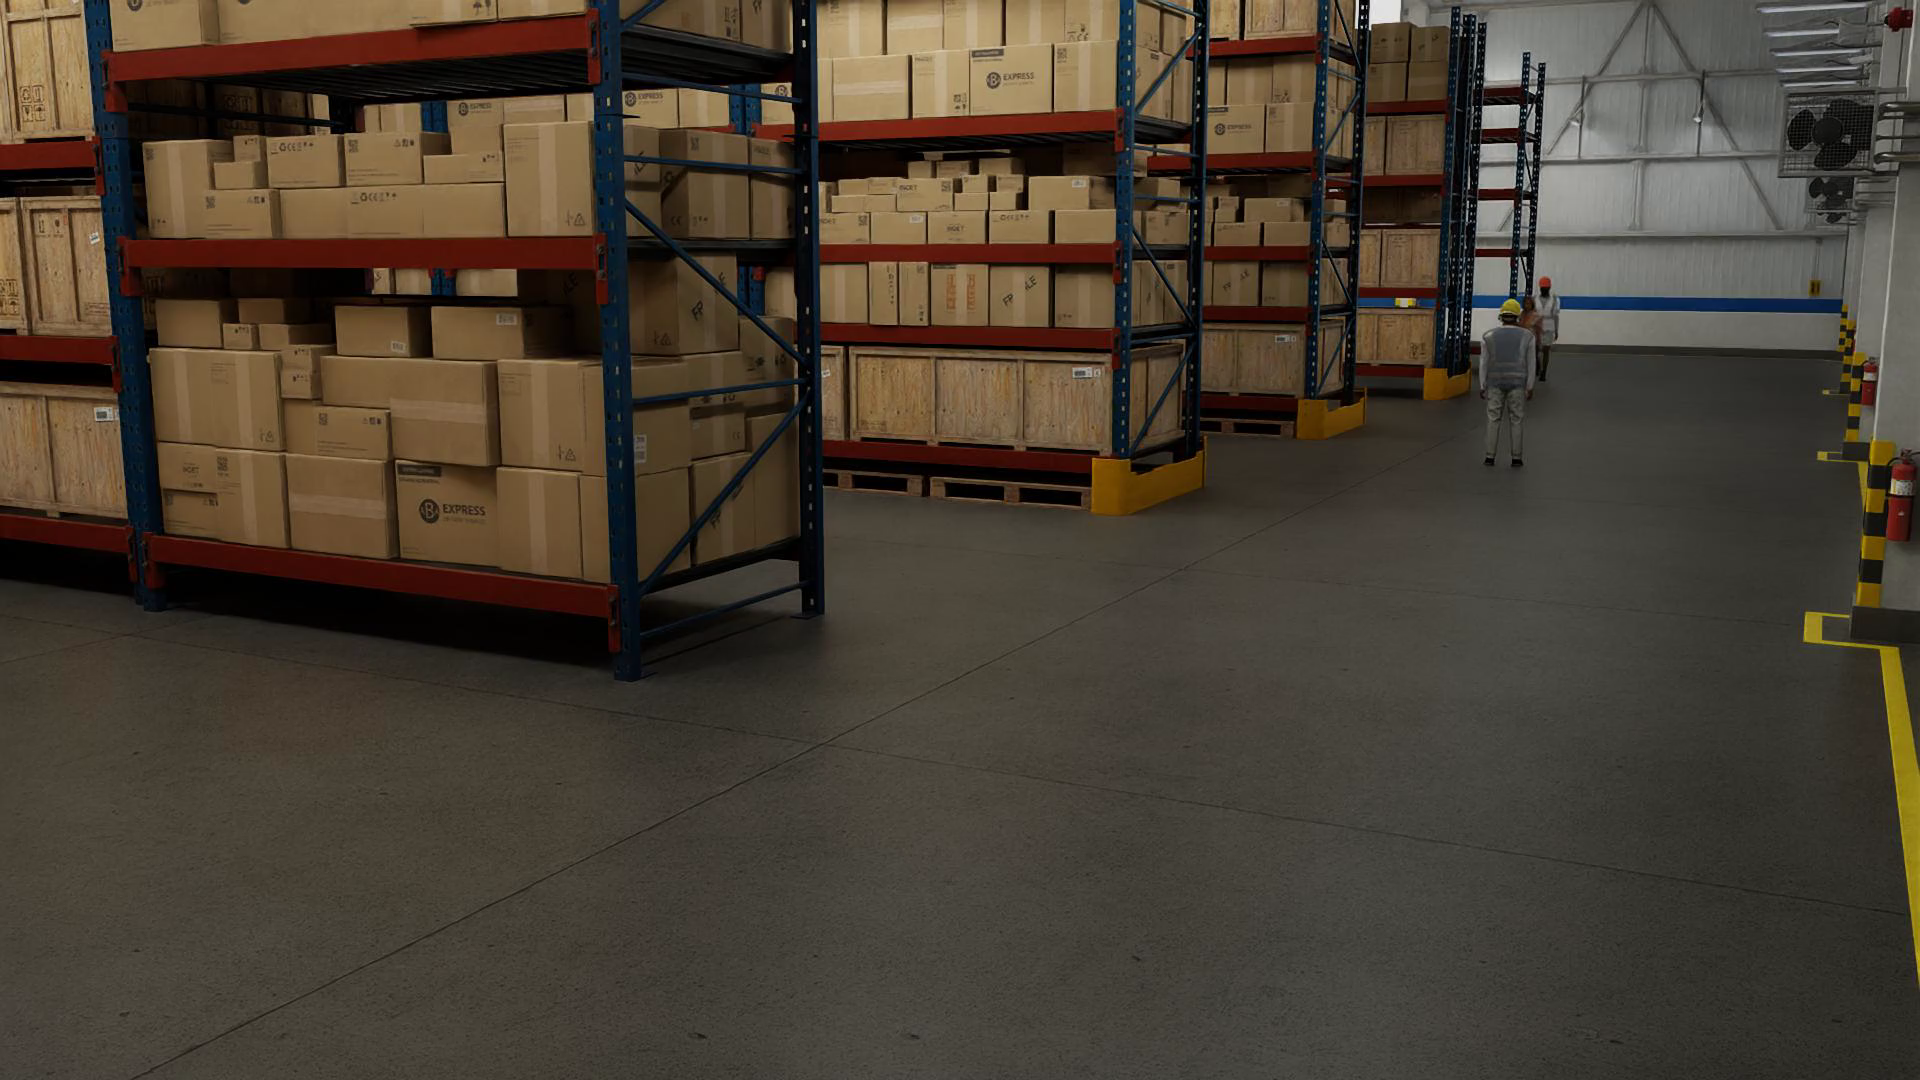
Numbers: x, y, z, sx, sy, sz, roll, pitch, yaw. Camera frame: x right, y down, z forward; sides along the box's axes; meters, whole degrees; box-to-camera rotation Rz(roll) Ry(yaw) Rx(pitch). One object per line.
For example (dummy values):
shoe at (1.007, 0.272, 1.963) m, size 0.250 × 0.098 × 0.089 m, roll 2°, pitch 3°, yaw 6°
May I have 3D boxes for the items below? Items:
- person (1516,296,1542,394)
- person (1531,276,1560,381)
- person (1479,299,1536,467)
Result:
person at (9.352, -3.219, 27.493) m, size 0.538 × 1.624 × 0.413 m, roll 7°, pitch 12°, yaw 37°
person at (10.660, -3.861, 30.388) m, size 0.556 × 1.924 × 0.539 m, roll 4°, pitch 11°, yaw 23°
person at (5.973, -1.708, 18.166) m, size 0.591 × 1.833 × 0.403 m, roll 3°, pitch 10°, yaw 19°
